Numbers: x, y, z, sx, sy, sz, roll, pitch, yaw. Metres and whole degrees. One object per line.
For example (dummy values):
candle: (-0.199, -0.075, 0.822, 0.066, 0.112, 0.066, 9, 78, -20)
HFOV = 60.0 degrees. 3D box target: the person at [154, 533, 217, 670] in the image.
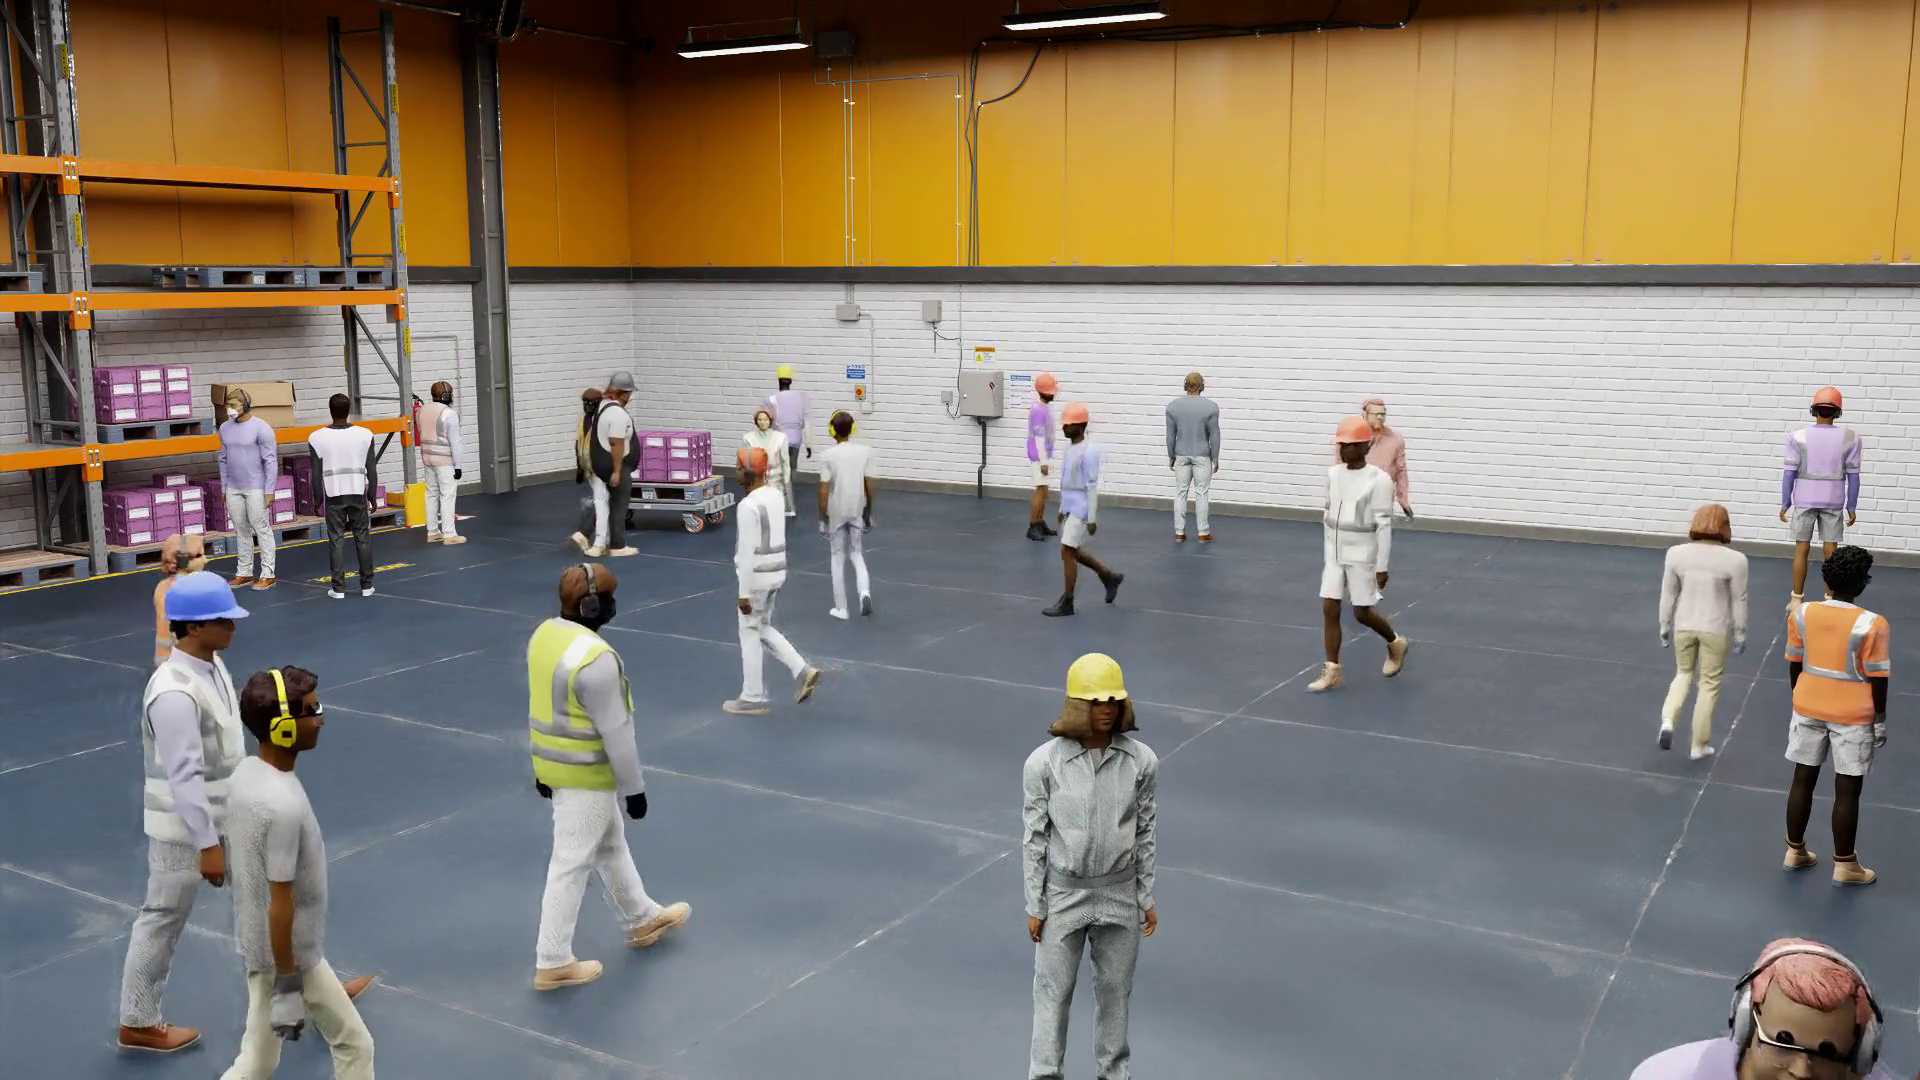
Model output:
person: (-4.193, 0.775, 9.041, 0.312, 1.636, 0.518, -9, 13, -43)

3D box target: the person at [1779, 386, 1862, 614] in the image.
person: (7.597, -0.337, 14.718, 0.615, 2.041, 0.392, 4, 10, 22)

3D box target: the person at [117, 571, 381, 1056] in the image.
person: (-2.829, 1.062, 6.417, 1.002, 1.895, 0.646, -1, 9, -7)

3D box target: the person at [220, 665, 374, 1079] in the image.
person: (-2.166, 1.295, 5.228, 0.926, 1.823, 0.529, -7, 12, -38)

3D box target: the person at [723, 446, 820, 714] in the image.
person: (-1.325, 0.287, 11.367, 0.588, 1.870, 0.601, 3, 10, 19)

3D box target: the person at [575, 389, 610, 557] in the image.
person: (-3.900, -0.738, 18.018, 0.644, 1.806, 0.659, 9, 13, 44)

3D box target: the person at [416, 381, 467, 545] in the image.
person: (-5.807, -0.863, 18.676, 0.619, 1.836, 0.431, 6, 11, 31)

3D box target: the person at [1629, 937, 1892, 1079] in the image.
person: (1.584, 1.597, 3.192, 0.689, 1.872, 0.740, 7, 11, 36)

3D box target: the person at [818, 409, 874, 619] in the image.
person: (-0.988, -0.211, 14.498, 0.536, 1.860, 0.507, -4, 10, -24)

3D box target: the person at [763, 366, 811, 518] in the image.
person: (-2.208, -1.242, 20.879, 0.613, 1.871, 0.974, -3, 10, -21)

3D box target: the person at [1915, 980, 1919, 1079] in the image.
person: (3.117, 1.267, 5.034, 0.358, 1.938, 0.545, 0, 9, 3)

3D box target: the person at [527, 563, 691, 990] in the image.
person: (-1.498, 0.988, 7.189, 0.874, 1.803, 0.644, -6, 11, -33)

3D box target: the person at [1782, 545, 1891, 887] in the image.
person: (4.362, 0.867, 8.281, 0.318, 1.697, 0.534, -5, 11, -30)

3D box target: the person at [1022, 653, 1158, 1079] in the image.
person: (0.455, 1.246, 5.762, 0.489, 1.746, 0.286, -2, 9, -14)

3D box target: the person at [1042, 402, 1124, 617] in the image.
person: (1.105, -0.281, 14.758, 0.736, 1.915, 0.549, -3, 10, -17)

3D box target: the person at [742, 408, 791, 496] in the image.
person: (-2.039, -0.571, 17.498, 0.512, 1.608, 0.776, -1, 9, -5)

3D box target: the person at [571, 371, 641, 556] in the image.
person: (-3.765, -0.827, 17.781, 0.731, 2.000, 0.706, -5, 11, -30)

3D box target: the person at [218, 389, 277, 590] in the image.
person: (-6.836, -0.483, 15.955, 0.636, 1.938, 0.354, 3, 10, 20)

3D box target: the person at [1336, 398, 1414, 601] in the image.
person: (3.831, -0.359, 15.329, 0.679, 1.898, 0.521, -2, 9, -11)

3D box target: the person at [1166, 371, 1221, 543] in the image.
person: (2.623, -0.925, 18.718, 0.631, 1.939, 0.372, 4, 10, 23)

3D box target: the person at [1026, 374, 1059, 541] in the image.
person: (0.927, -0.941, 18.958, 0.382, 1.899, 0.619, 1, 9, 6)

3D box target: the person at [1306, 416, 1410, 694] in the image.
person: (2.917, 0.097, 12.098, 0.841, 2.021, 0.611, -6, 11, -33)

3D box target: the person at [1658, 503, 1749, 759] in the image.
person: (4.609, 0.575, 10.342, 0.398, 1.617, 0.499, -9, 13, -43)

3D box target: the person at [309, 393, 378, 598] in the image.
person: (-5.750, -0.409, 15.553, 0.592, 1.919, 0.392, -5, 10, -28)
